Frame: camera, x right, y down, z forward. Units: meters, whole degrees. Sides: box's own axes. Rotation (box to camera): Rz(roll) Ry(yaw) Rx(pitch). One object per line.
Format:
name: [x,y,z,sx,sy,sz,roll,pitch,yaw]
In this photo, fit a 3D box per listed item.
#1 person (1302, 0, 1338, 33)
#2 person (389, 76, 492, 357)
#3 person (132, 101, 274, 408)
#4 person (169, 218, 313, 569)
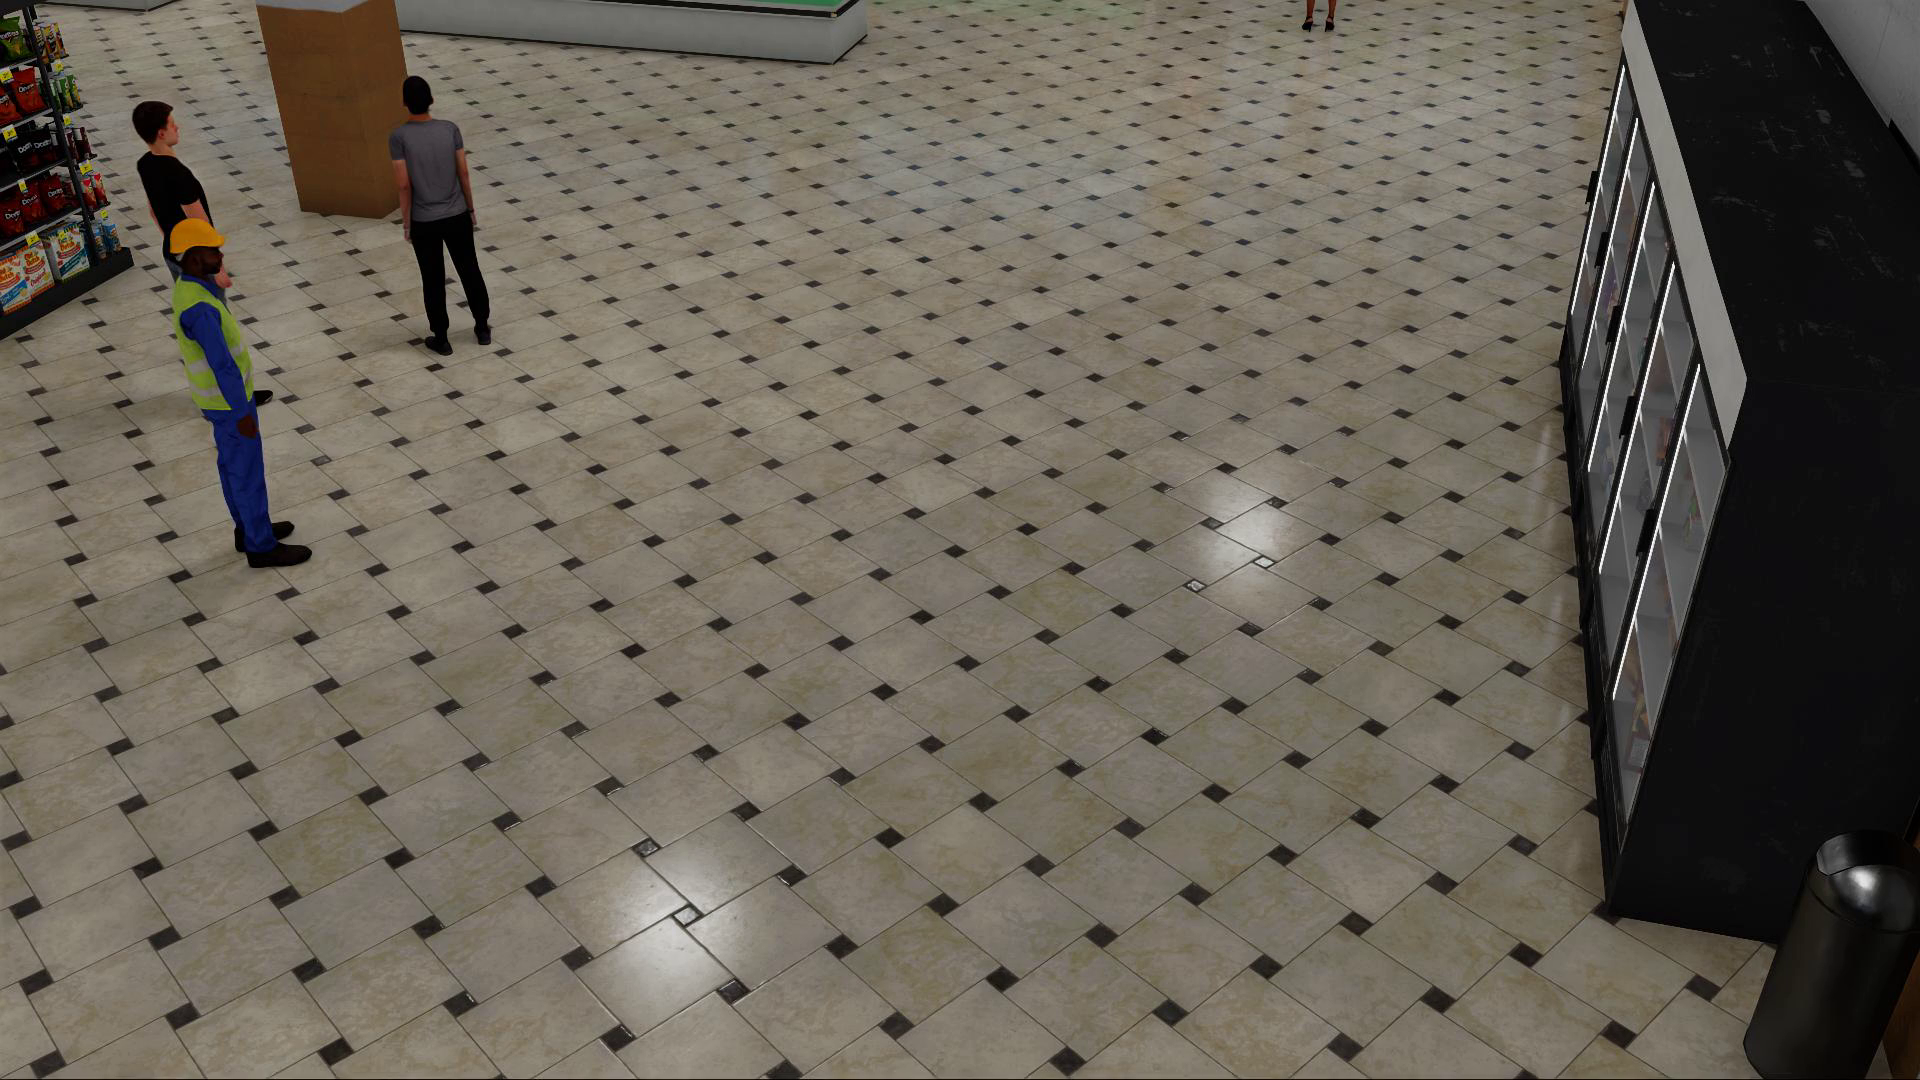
person: [3.698,-6.056,16.807,0.494,1.781,0.660,5,32,7]
person: [-3.238,-2.013,10.333,0.695,1.755,0.743,-19,37,-28]
person: [-4.461,-1.629,9.631,0.654,1.846,0.800,24,39,33]
person: [-3.615,-0.716,8.197,0.807,1.810,0.748,-17,36,-25]
